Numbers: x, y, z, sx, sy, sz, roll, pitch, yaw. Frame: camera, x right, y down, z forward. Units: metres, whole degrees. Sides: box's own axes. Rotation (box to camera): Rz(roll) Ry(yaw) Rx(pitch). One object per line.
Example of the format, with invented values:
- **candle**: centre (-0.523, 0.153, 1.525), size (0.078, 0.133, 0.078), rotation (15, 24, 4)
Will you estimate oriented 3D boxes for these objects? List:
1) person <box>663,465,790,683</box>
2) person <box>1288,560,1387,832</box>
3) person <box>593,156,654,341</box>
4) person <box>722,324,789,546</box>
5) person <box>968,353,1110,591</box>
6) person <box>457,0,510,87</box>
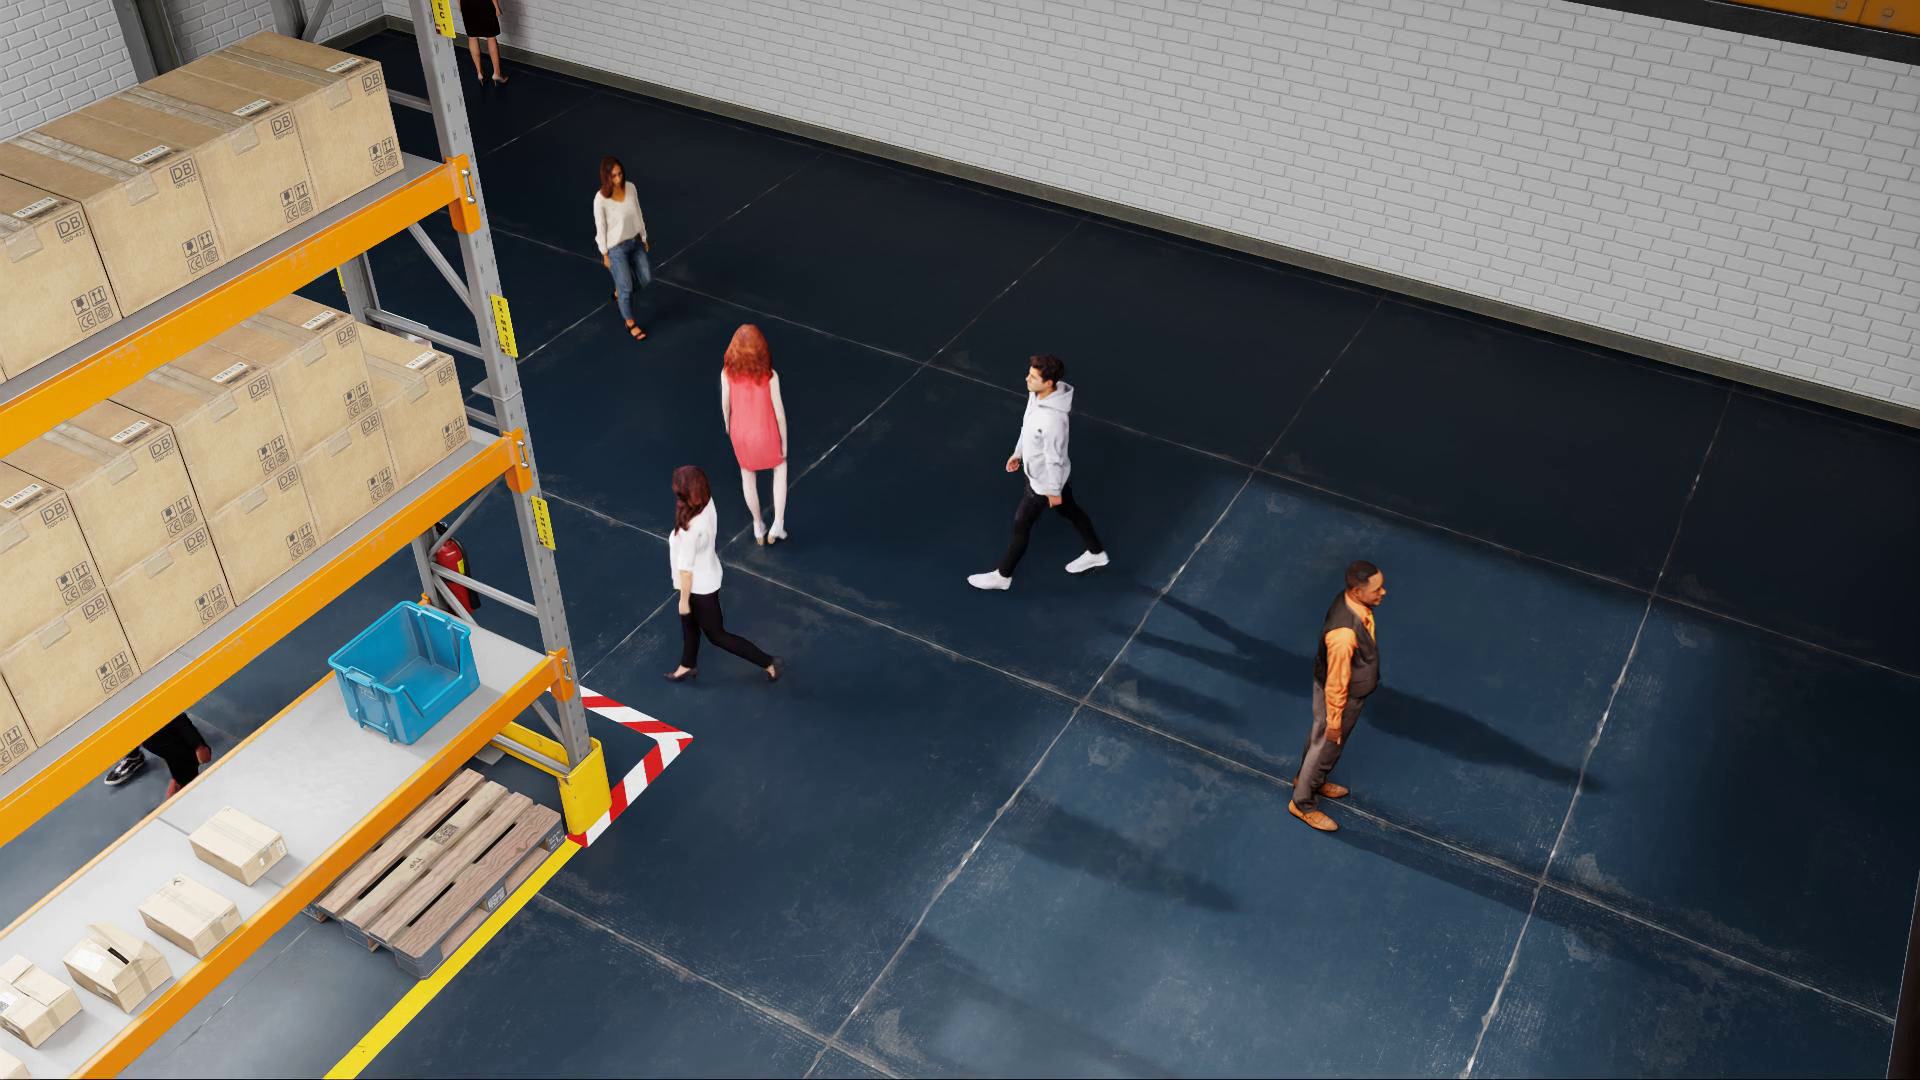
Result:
- **person**: centre (-1.521, 0.295, 10.445), size (0.997, 1.767, 1.111), rotation (1, 39, 1)
- **person**: centre (2.180, 0.869, 9.613), size (0.796, 1.907, 0.599), rotation (13, 40, 16)
- **person**: centre (-2.884, -2.491, 14.012), size (0.770, 1.669, 0.714), rotation (30, 47, 32)
- **person**: centre (-1.443, -0.662, 11.601), size (0.720, 1.819, 0.727), rotation (3, 39, 4)
- **person**: centre (0.688, -0.458, 11.294), size (1.201, 1.884, 1.274), rotation (-3, 39, -4)
- **person**: centre (-5.259, -5.817, 18.111), size (0.709, 1.751, 0.663), rotation (5, 39, 7)
